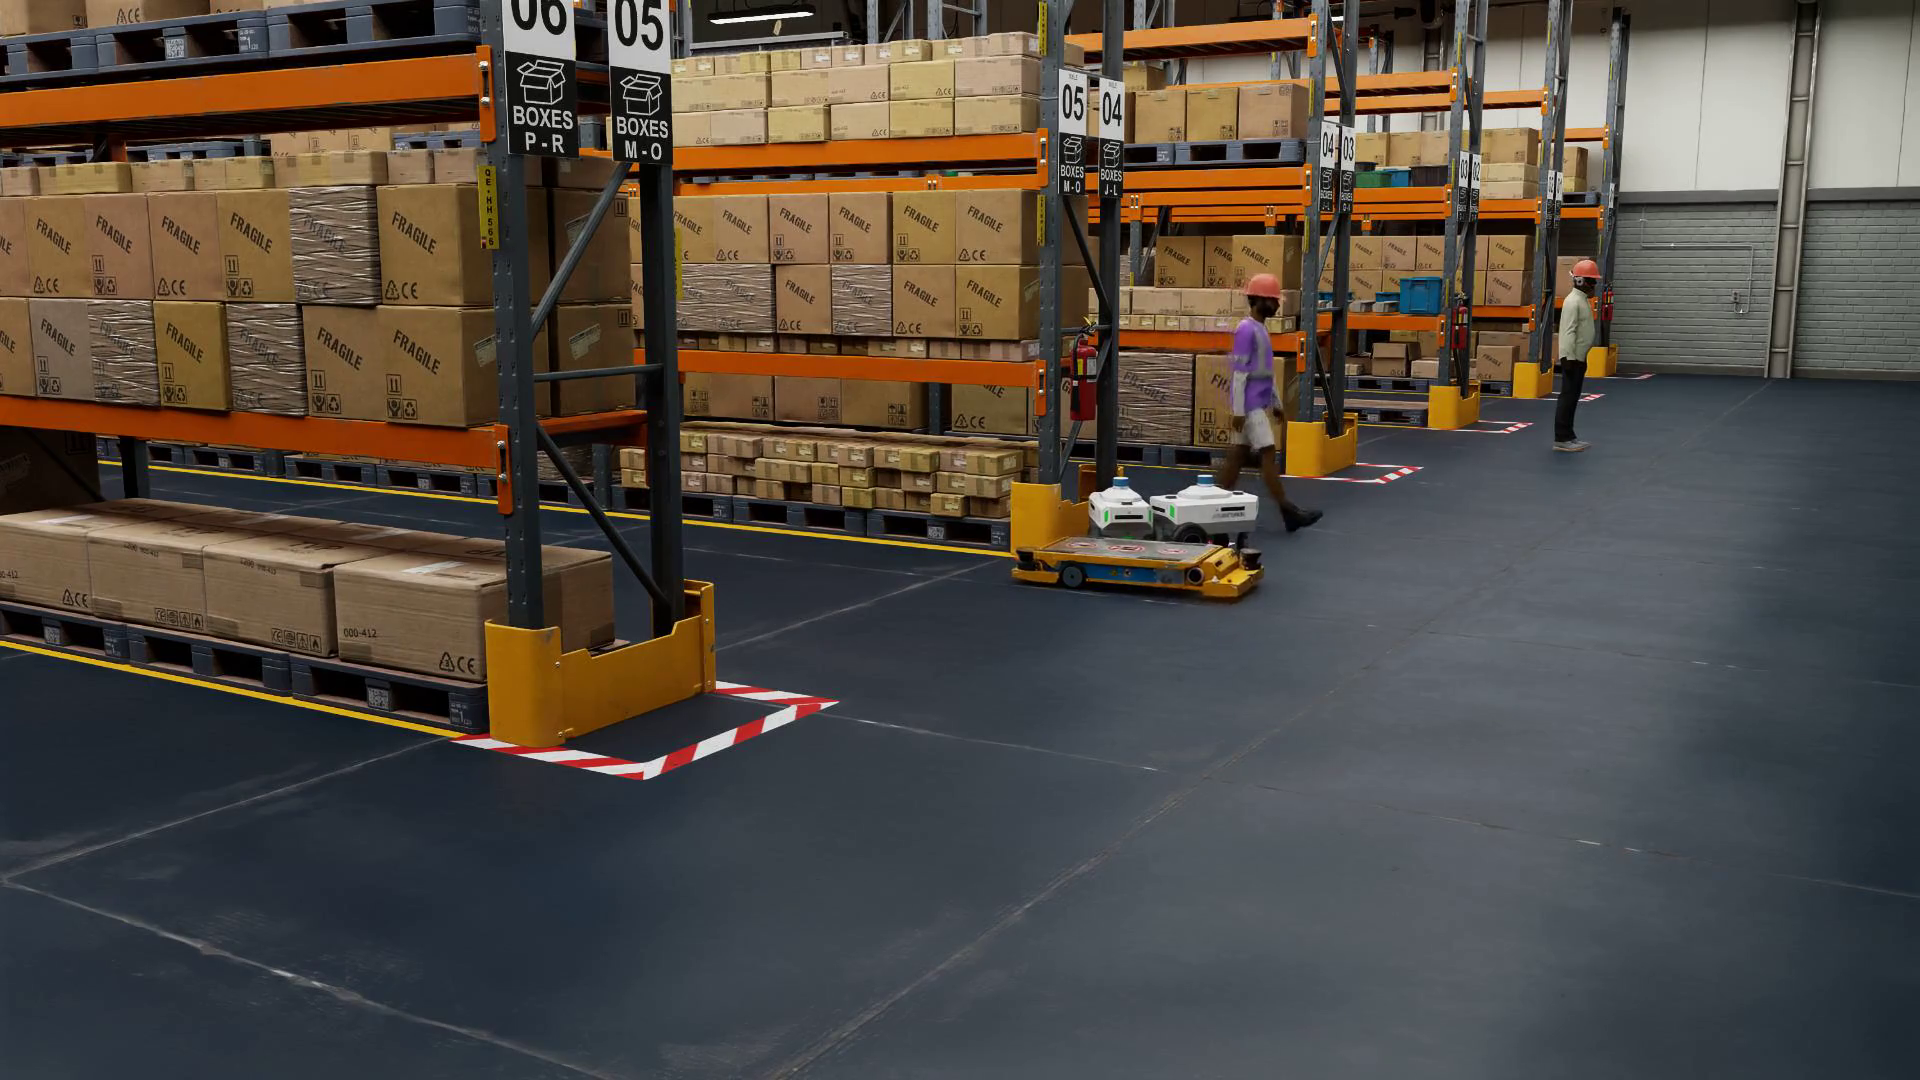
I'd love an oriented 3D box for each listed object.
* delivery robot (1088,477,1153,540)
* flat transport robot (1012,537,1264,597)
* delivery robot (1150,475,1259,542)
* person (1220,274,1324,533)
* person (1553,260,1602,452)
[{"bbox_3d":[1.067,-0.177,11.088,0.477,0.478,0.707,-1,10,-4],"label":"delivery robot"},{"bbox_3d":[1.103,0.148,10.292,1.431,0.197,0.652,4,11,23],"label":"flat transport robot"},{"bbox_3d":[1.648,-0.197,11.208,0.707,0.478,0.477,-4,10,-22],"label":"delivery robot"},{"bbox_3d":[2.281,-1.002,12.273,0.879,1.892,0.557,4,10,21],"label":"person"},{"bbox_3d":[6.449,-1.916,17.370,0.401,1.987,0.613,6,11,29],"label":"person"}]
